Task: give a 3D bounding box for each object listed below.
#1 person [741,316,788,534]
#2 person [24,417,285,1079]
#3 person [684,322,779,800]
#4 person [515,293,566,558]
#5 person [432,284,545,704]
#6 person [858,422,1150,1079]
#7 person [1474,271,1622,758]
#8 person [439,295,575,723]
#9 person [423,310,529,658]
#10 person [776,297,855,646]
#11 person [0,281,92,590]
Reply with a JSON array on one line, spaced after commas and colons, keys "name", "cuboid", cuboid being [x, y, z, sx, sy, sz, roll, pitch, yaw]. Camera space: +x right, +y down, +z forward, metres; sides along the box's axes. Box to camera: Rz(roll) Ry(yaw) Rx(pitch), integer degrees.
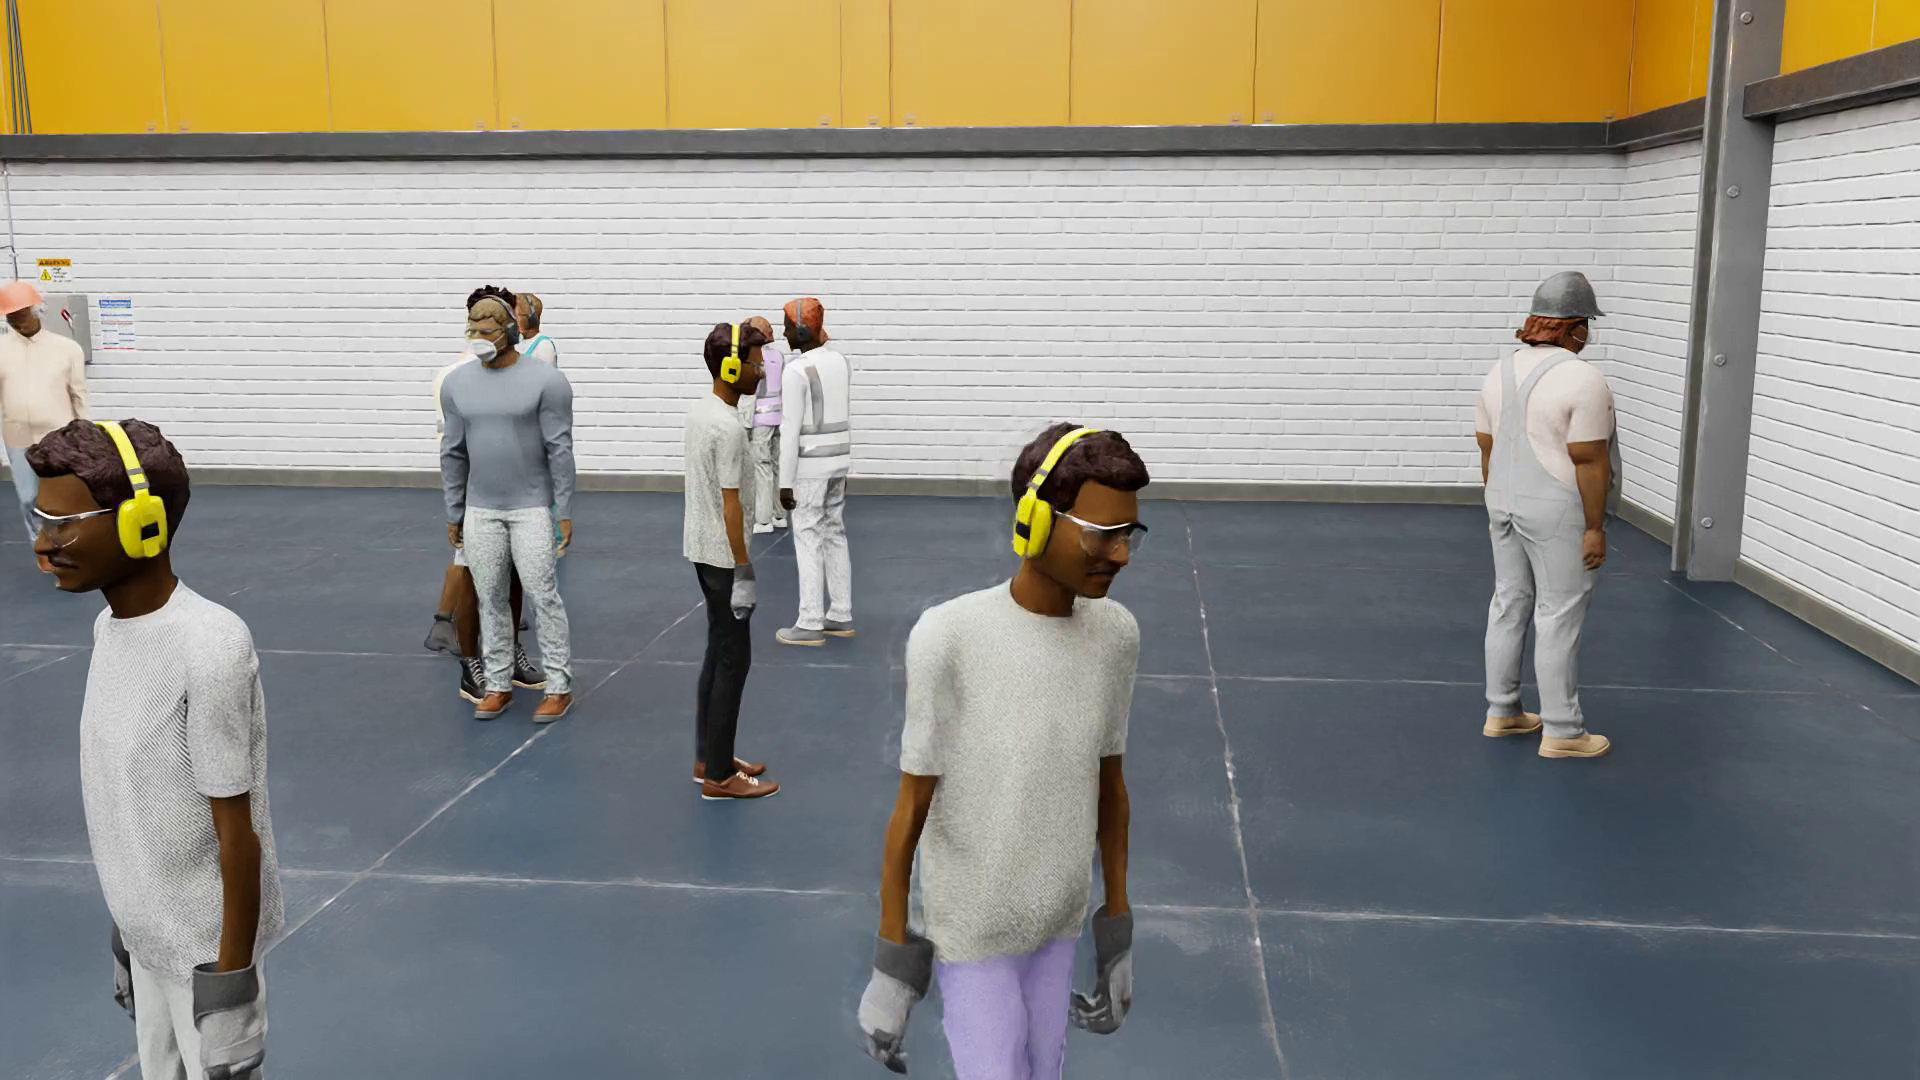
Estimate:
[{"name": "person", "cuboid": [-1.473, -0.858, 12.477, 0.314, 1.639, 0.514, 5, 11, 26]}, {"name": "person", "cuboid": [-1.328, 0.718, 2.832, 0.510, 1.861, 0.324, 9, 13, 41]}, {"name": "person", "cuboid": [-0.899, 0.088, 6.451, 0.329, 1.854, 0.531, -4, 11, -21]}, {"name": "person", "cuboid": [-2.921, -0.776, 11.455, 0.336, 1.838, 0.512, -6, 12, -31]}, {"name": "person", "cuboid": [-2.194, -0.220, 7.884, 0.363, 1.963, 0.612, 6, 11, 30]}, {"name": "person", "cuboid": [0.105, 0.718, 2.881, 0.564, 1.842, 0.411, -8, 13, -39]}, {"name": "person", "cuboid": [2.535, -0.117, 7.080, 0.537, 2.000, 0.675, -4, 11, -21]}, {"name": "person", "cuboid": [-2.039, -0.134, 7.521, 0.635, 1.927, 0.372, 2, 10, 10]}, {"name": "person", "cuboid": [-2.583, -0.351, 8.854, 0.577, 1.899, 0.783, -3, 10, -16]}, {"name": "person", "cuboid": [-0.780, -0.366, 8.978, 0.366, 1.879, 0.584, 6, 11, 30]}, {"name": "person", "cuboid": [-5.903, -0.686, 10.652, 0.621, 1.948, 0.946, -4, 11, -20]}]
